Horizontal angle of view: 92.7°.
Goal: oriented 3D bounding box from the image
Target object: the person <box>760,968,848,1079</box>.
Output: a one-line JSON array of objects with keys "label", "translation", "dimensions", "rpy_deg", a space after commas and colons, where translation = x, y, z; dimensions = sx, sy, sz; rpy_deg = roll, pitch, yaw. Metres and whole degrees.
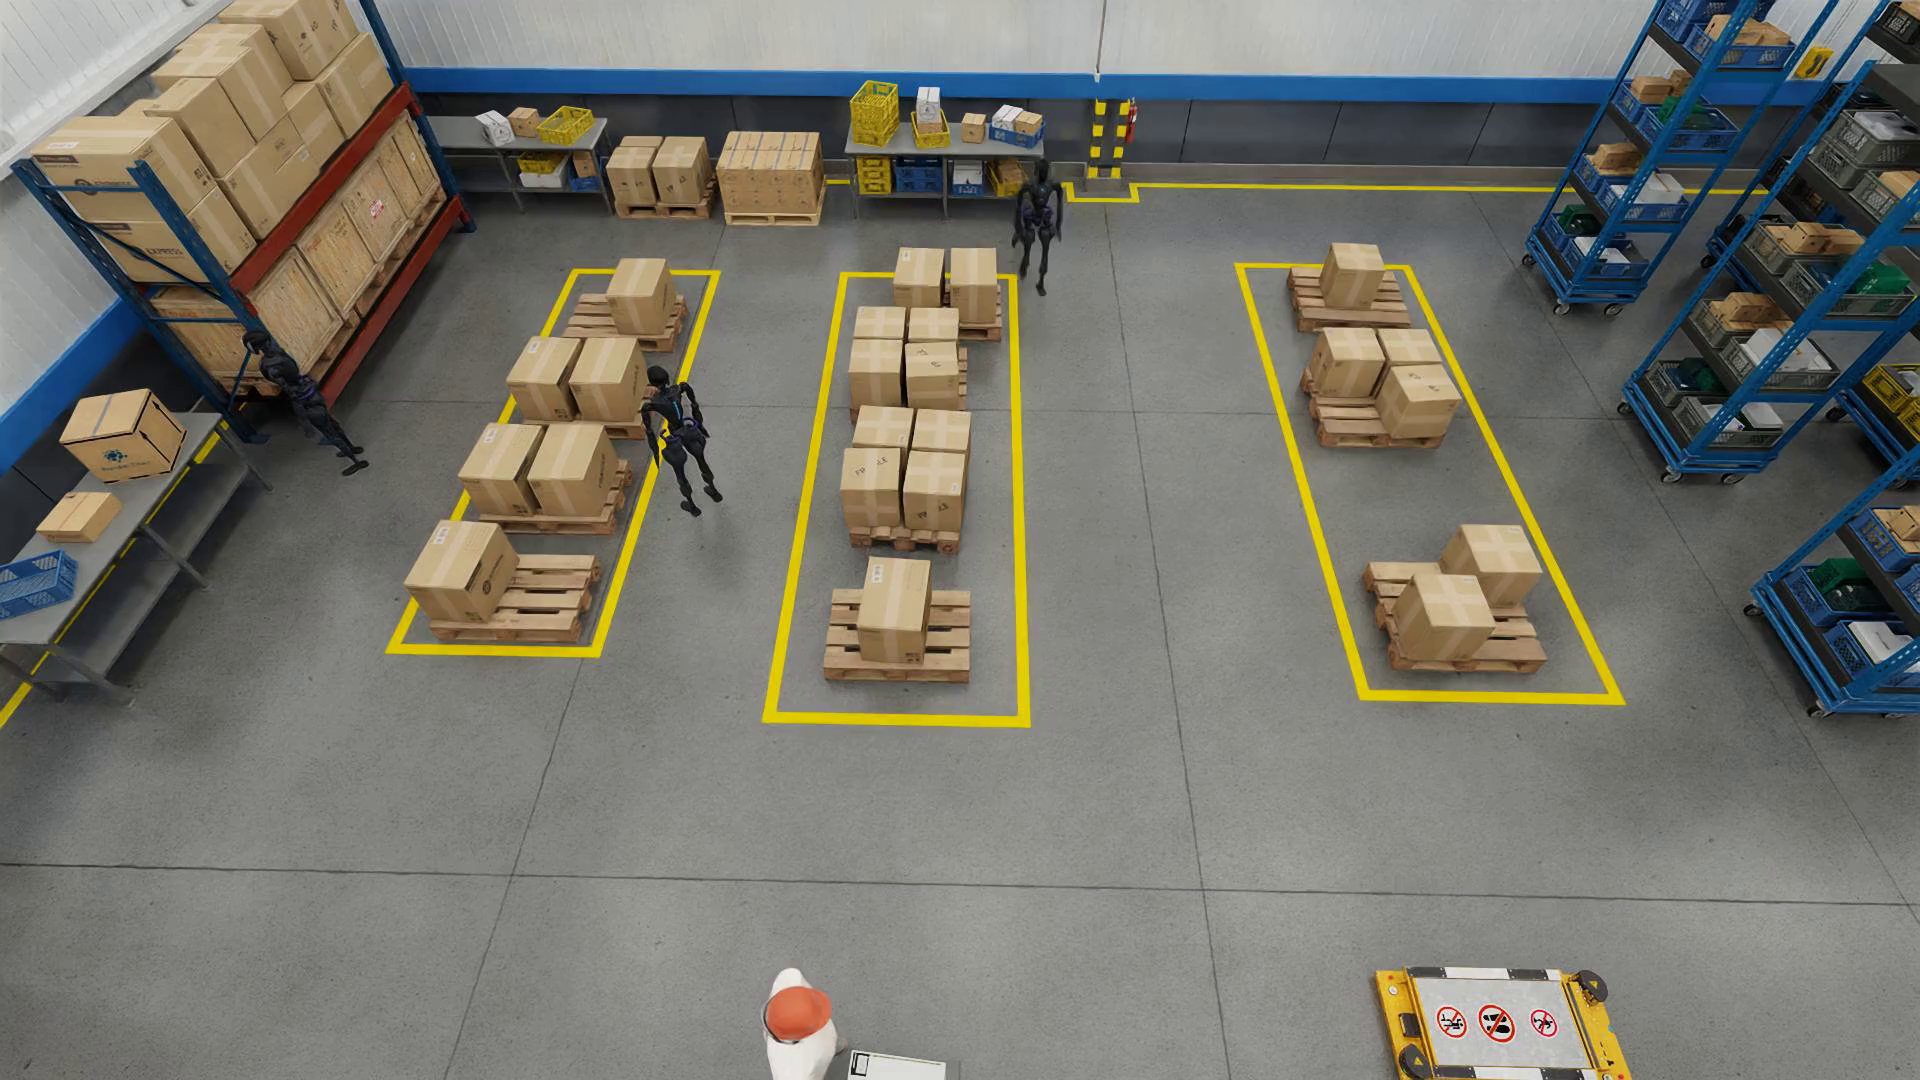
[{"label": "person", "translation": [-0.822, 2.827, 5.075], "dimensions": [0.399, 1.987, 0.612], "rpy_deg": [-7, 51, -5]}]

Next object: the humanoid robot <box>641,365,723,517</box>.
[{"label": "humanoid robot", "translation": [-2.533, -0.908, 8.315], "dimensions": [0.308, 1.651, 0.580], "rpy_deg": [36, 59, 26]}]

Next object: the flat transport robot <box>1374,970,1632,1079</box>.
[{"label": "flat transport robot", "translation": [3.501, 3.133, 5.914], "dimensions": [1.431, 0.197, 0.652], "rpy_deg": [1, 51, 1]}]

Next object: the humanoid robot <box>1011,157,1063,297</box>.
[{"label": "humanoid robot", "translation": [0.888, -3.611, 10.523], "dimensions": [0.629, 1.648, 0.427], "rpy_deg": [-6, 51, -5]}]

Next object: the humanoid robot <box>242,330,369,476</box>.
[{"label": "humanoid robot", "translation": [-6.153, -1.290, 8.619], "dimensions": [0.318, 1.657, 0.603], "rpy_deg": [-23, 55, -18]}]
